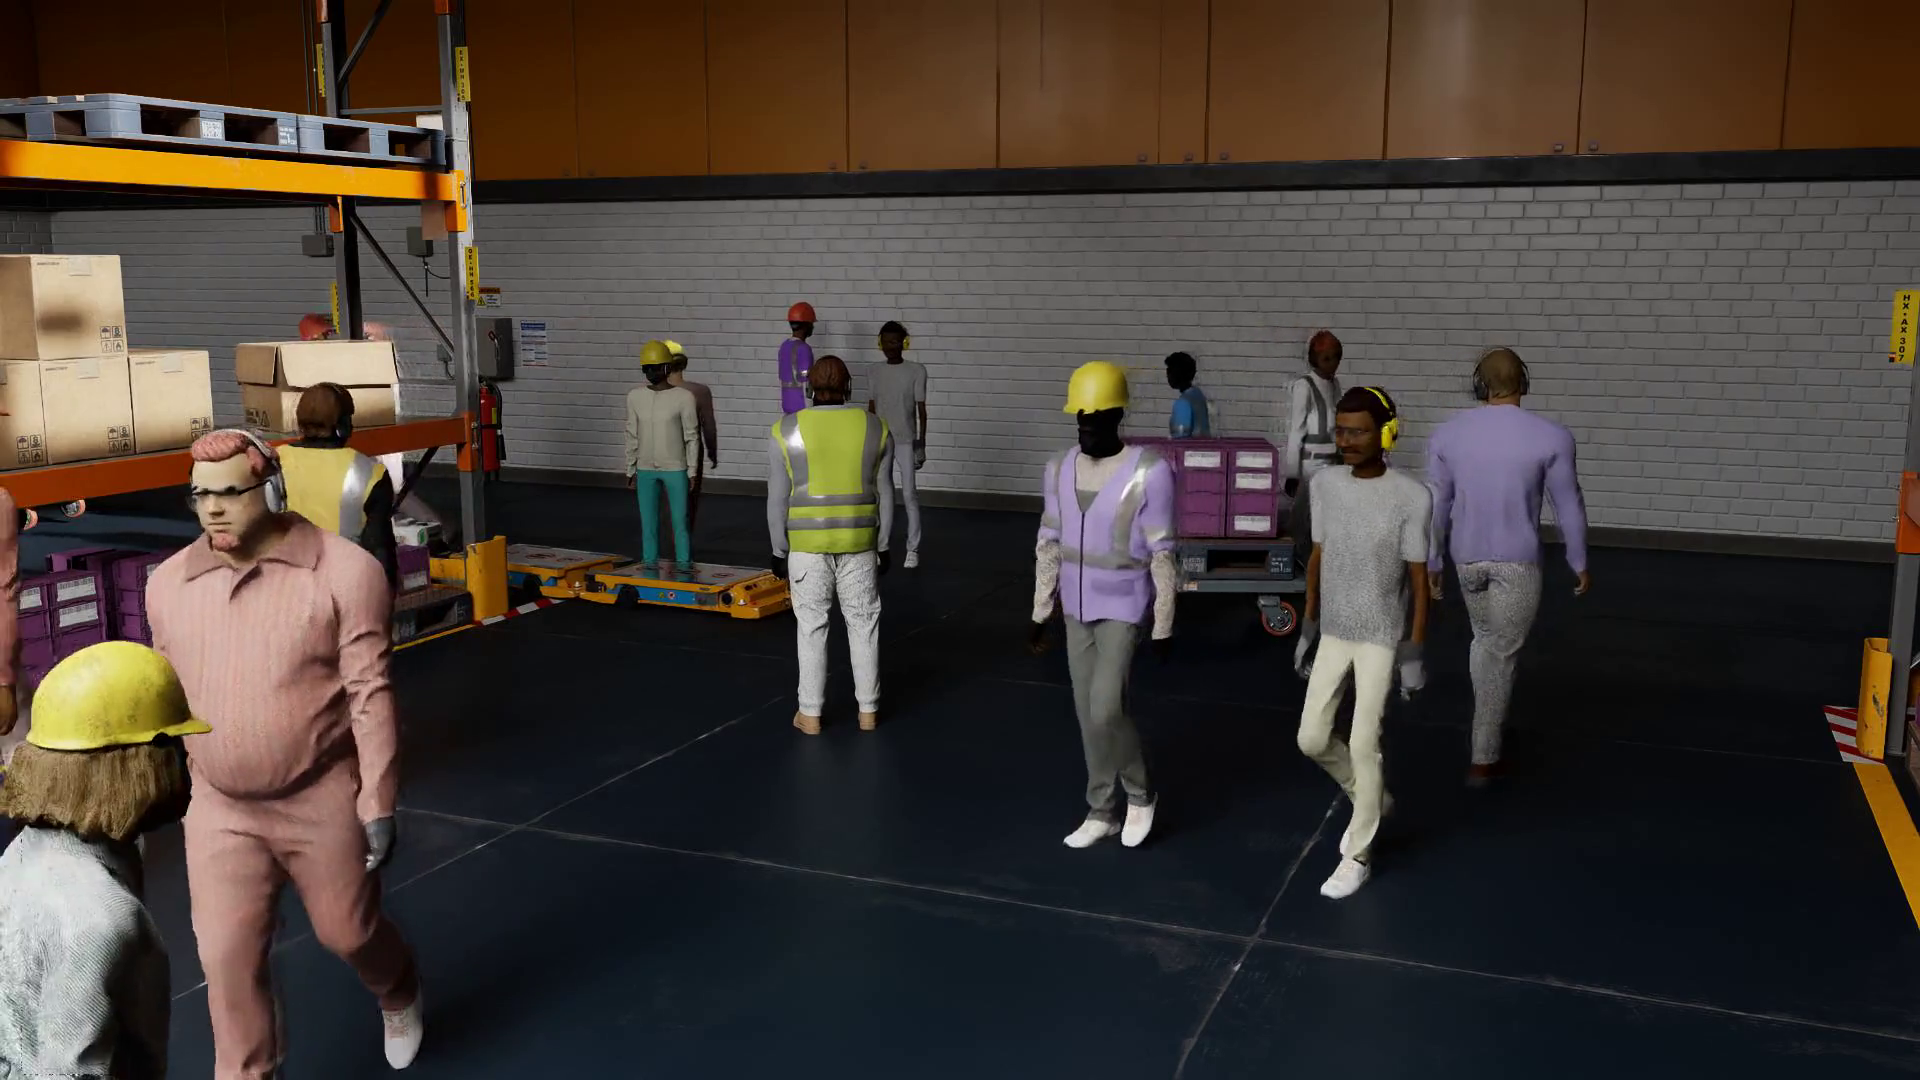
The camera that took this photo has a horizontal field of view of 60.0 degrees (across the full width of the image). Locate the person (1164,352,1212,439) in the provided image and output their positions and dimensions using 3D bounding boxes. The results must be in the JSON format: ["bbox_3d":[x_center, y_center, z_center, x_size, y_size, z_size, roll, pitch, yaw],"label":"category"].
[{"bbox_3d":[1.693,-0.574,12.317,0.887,1.629,0.583,3,10,16],"label":"person"}]

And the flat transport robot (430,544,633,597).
[{"bbox_3d":[-3.038,0.200,11.778,1.431,0.197,0.652,6,11,31],"label":"flat transport robot"}]

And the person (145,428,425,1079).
[{"bbox_3d":[-1.725,0.635,4.300,0.664,1.879,0.868,0,9,0],"label":"person"}]

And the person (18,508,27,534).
[{"bbox_3d":[-6.302,-0.502,10.681,0.538,2.000,0.700,-4,10,-23],"label":"person"}]

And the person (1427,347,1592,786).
[{"bbox_3d":[2.461,0.099,7.448,0.665,1.897,0.865,8,12,40],"label":"person"}]

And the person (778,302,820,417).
[{"bbox_3d":[-1.440,-1.200,15.231,0.366,1.934,0.553,-5,11,-30],"label":"person"}]

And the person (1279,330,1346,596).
[{"bbox_3d":[2.522,-0.481,11.184,0.970,1.826,0.647,6,11,33],"label":"person"}]

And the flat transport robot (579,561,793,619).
[{"bbox_3d":[-1.769,0.312,11.103,1.431,0.197,0.652,5,10,26],"label":"flat transport robot"}]

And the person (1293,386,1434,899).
[{"bbox_3d":[1.470,0.363,6.032,0.458,1.847,0.541,-9,13,-44],"label":"person"}]

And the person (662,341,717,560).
[{"bbox_3d":[-2.094,-0.627,12.426,0.523,1.715,0.872,0,9,2],"label":"person"}]

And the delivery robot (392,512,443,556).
[{"bbox_3d":[-4.102,-0.017,11.952,0.707,0.478,0.477,2,9,9],"label":"delivery robot"}]

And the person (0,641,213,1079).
[{"bbox_3d":[-1.333,1.004,2.625,0.869,1.689,0.495,-9,13,-43],"label":"person"}]

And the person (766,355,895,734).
[{"bbox_3d":[-0.627,0.026,8.084,0.624,1.844,0.430,-2,10,-12],"label":"person"}]

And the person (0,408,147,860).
[{"bbox_3d":[-3.295,0.387,5.579,0.628,1.938,1.017,3,10,17],"label":"person"}]

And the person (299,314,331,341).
[{"bbox_3d":[-5.373,-0.998,14.248,0.605,1.882,0.804,-4,10,-23],"label":"person"}]

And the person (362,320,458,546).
[{"bbox_3d":[-4.327,-0.737,12.653,0.846,1.872,0.661,-4,10,-21],"label":"person"}]

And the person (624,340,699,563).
[{"bbox_3d":[-2.042,-0.475,11.354,0.533,1.767,0.324,2,10,12],"label":"person"}]

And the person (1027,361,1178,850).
[{"bbox_3d":[0.539,0.266,6.406,0.409,1.909,0.602,-9,13,-43],"label":"person"}]

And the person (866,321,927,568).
[{"bbox_3d":[-0.492,-0.717,12.530,0.503,1.861,0.315,3,10,19],"label":"person"}]

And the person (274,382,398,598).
[{"bbox_3d":[-2.581,0.268,6.717,0.619,1.813,0.884,0,9,0],"label":"person"}]
